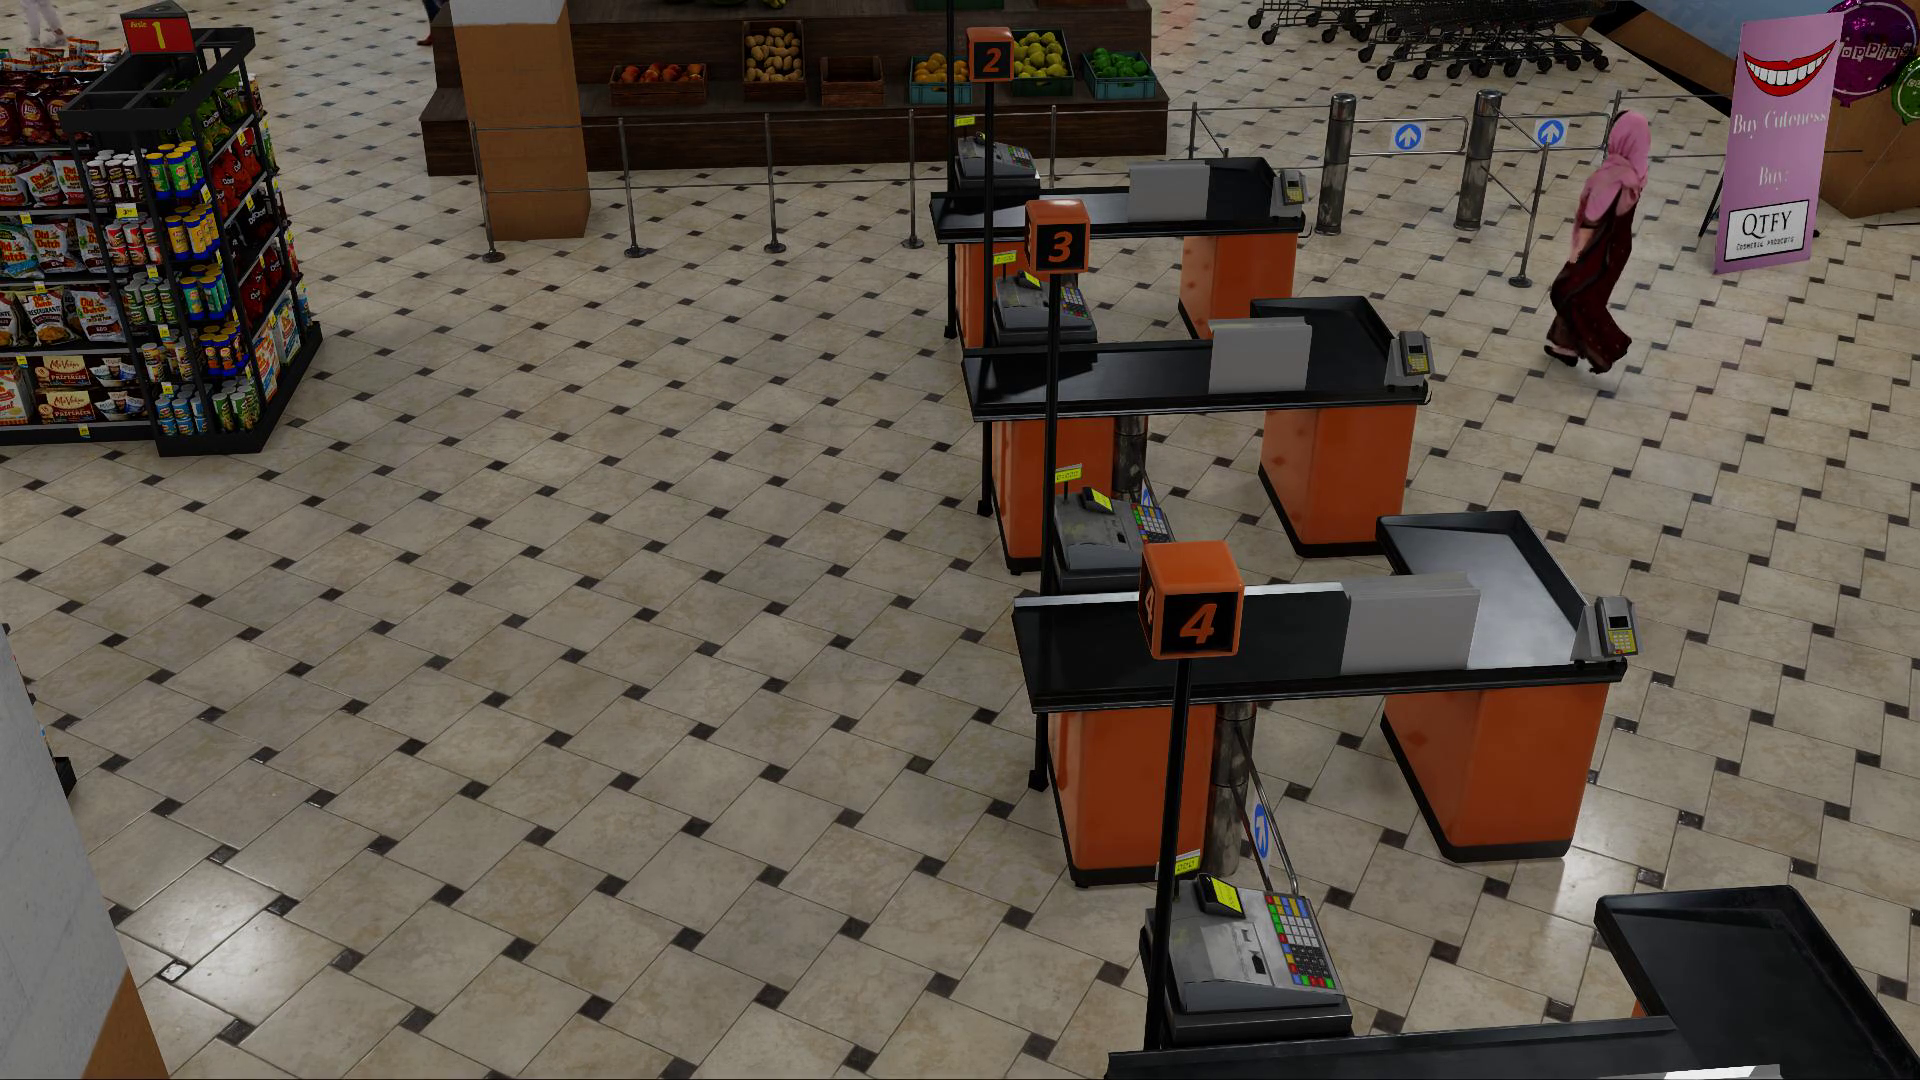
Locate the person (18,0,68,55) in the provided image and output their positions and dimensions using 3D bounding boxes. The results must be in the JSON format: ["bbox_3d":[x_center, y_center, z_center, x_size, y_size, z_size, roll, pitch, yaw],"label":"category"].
[{"bbox_3d":[-9.012,-5.614,16.108,0.900,1.665,0.915,16,35,24],"label":"person"}]

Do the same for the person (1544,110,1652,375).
[{"bbox_3d":[3.872,-1.735,9.910,0.891,1.625,0.936,-25,40,-34],"label":"person"}]
